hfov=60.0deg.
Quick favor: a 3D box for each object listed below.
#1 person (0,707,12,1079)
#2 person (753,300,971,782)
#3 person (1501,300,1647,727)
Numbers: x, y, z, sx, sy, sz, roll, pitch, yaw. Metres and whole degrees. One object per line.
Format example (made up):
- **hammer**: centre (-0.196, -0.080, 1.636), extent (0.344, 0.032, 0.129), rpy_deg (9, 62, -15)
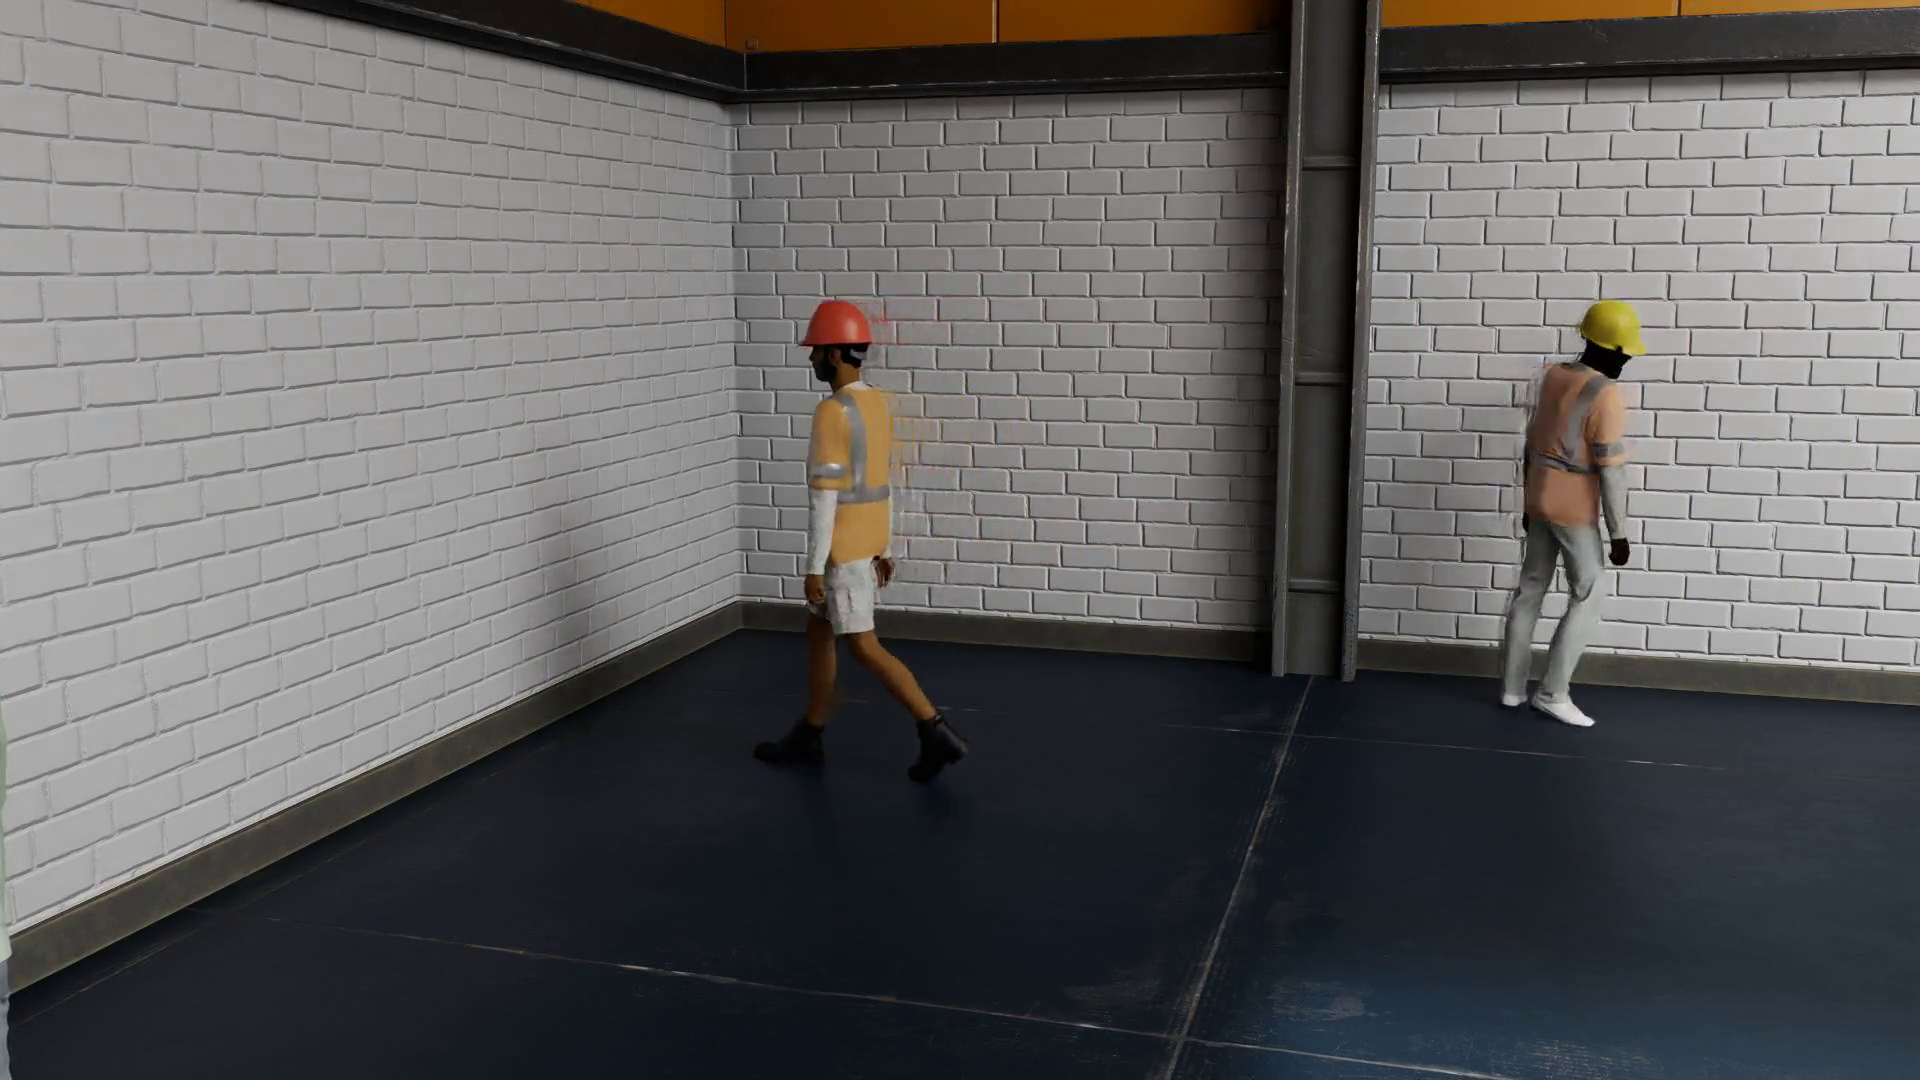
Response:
- **person**: centre (-1.750, 0.759, 2.784), extent (0.280, 1.633, 0.507), rpy_deg (-1, 9, -4)
- **person**: centre (-0.378, 0.010, 6.544), extent (0.930, 1.907, 0.551), rpy_deg (3, 10, 18)
- **person**: centre (2.711, -0.123, 7.435), extent (0.405, 1.881, 0.680), rpy_deg (-2, 10, -14)
